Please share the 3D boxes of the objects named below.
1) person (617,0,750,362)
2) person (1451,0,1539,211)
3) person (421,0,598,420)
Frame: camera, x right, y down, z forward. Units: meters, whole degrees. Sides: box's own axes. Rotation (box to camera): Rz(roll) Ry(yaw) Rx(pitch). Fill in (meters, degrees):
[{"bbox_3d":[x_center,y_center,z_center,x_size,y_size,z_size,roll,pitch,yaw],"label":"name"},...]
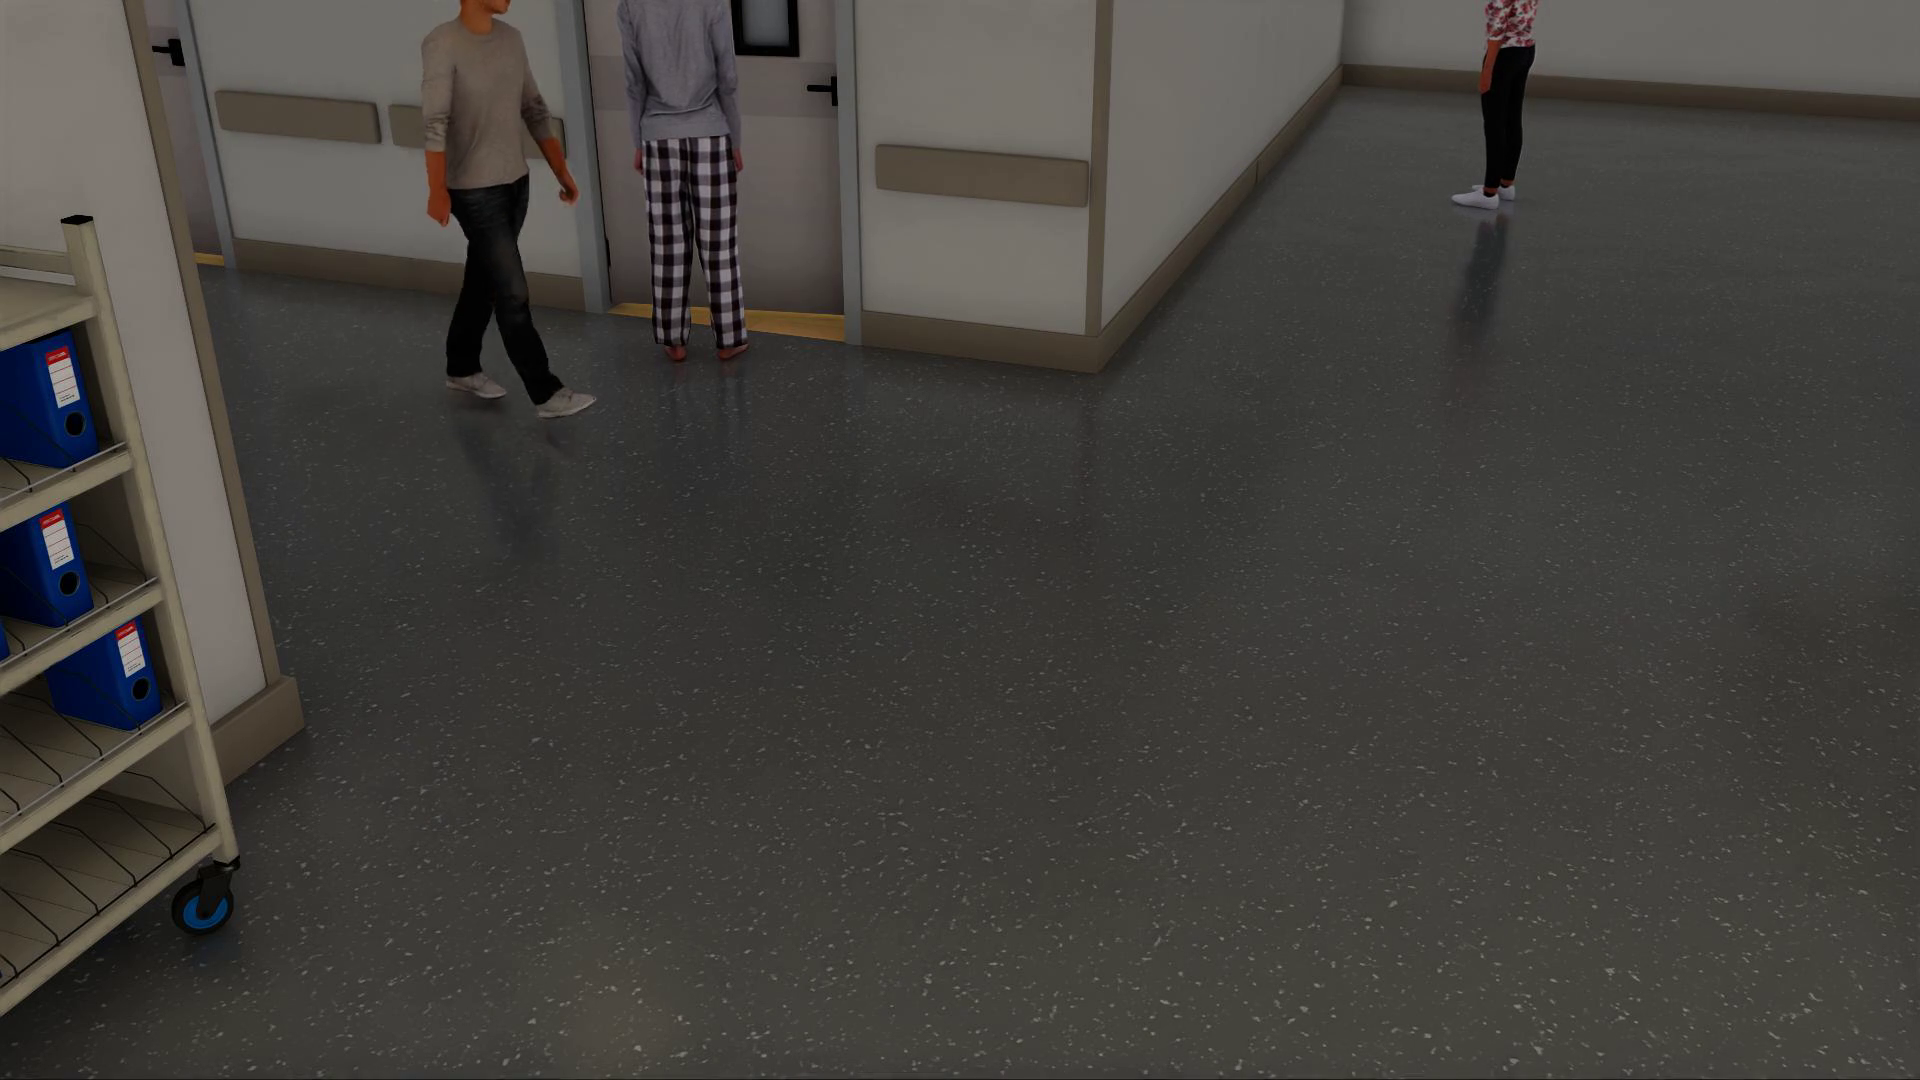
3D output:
[{"bbox_3d":[-1.138,-1.653,6.927,0.691,1.847,0.657,0,26,-1],"label":"person"},{"bbox_3d":[3.093,-2.707,9.363,0.684,1.631,0.551,20,32,35],"label":"person"},{"bbox_3d":[-1.896,-1.351,6.394,0.752,1.768,0.988,11,28,21],"label":"person"}]
